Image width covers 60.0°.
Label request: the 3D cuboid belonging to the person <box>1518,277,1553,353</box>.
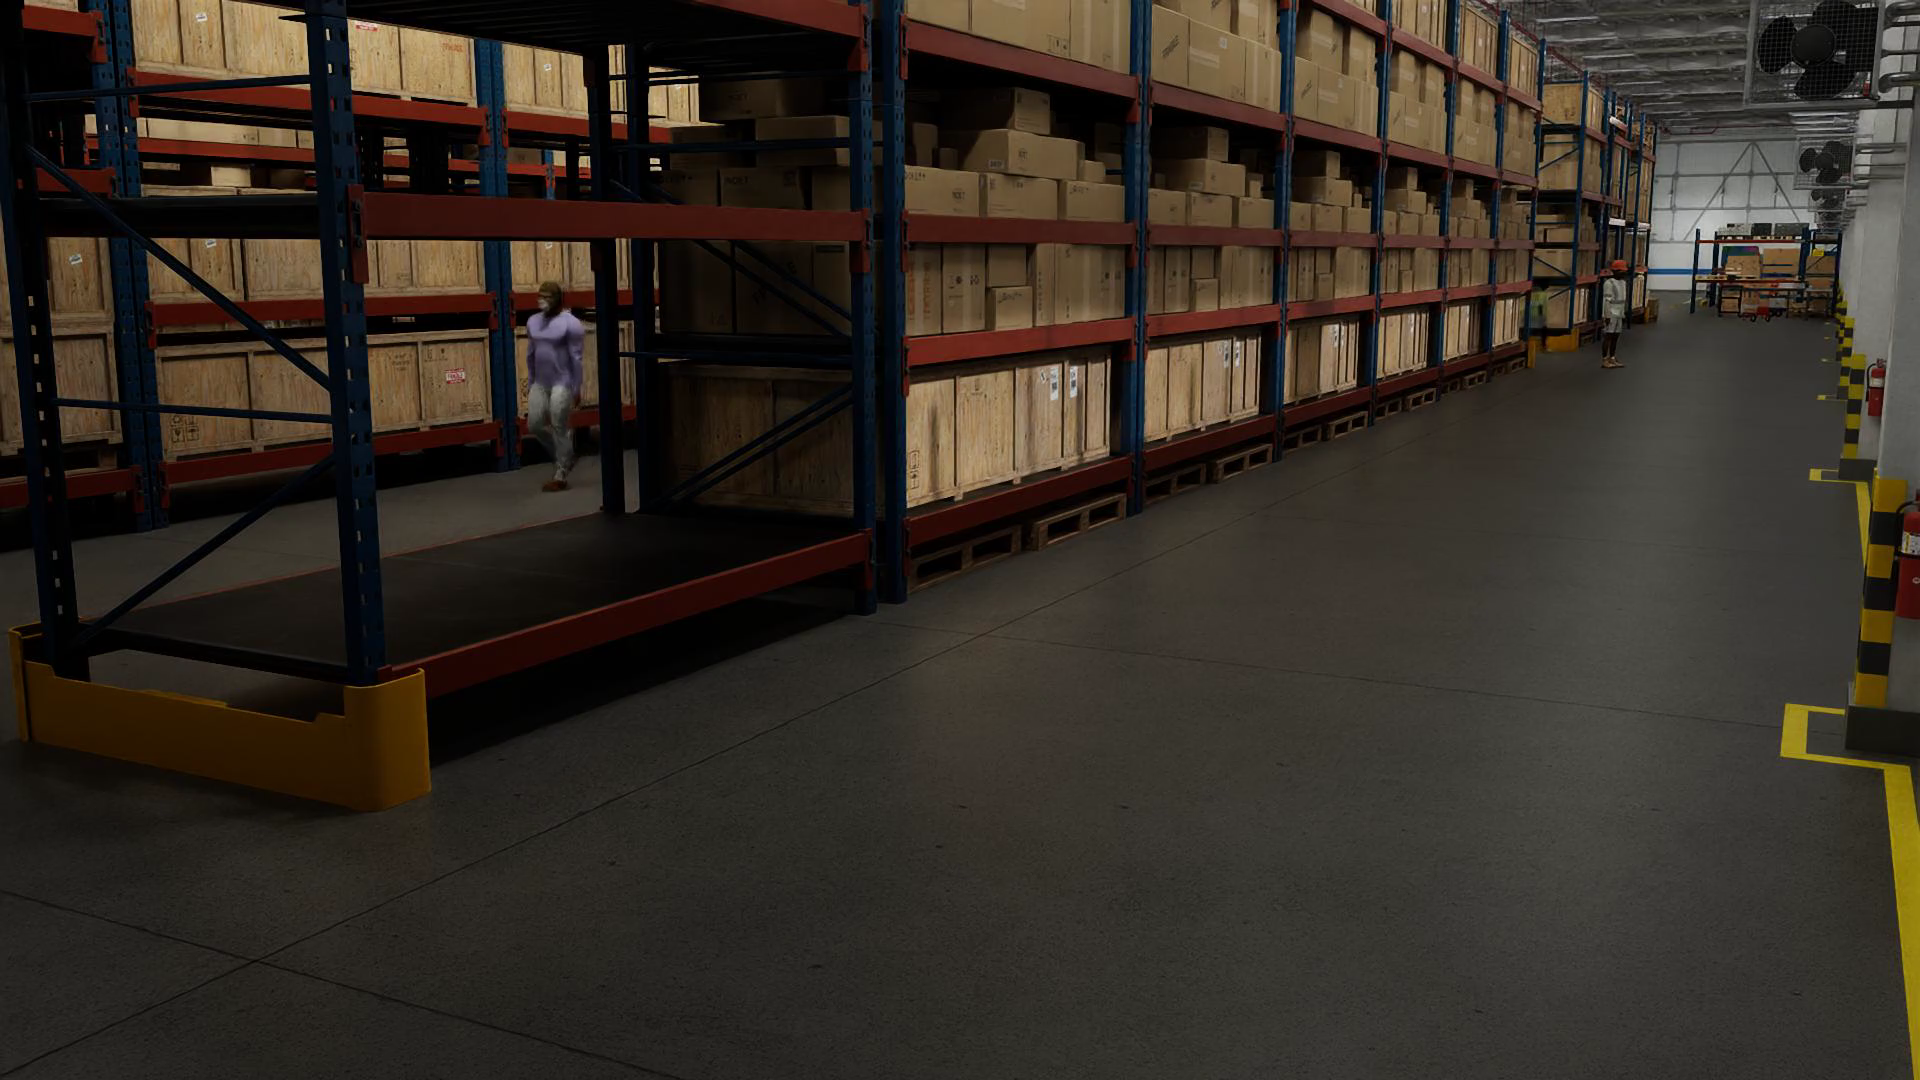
[{"bbox_3d":[12.574,-4.907,36.263,0.705,1.671,0.538,5,11,27],"label":"person"}]

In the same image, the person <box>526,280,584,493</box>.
[{"bbox_3d":[-3.703,-1.396,15.173,0.649,1.929,0.443,5,11,27],"label":"person"}]

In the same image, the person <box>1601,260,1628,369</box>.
[{"bbox_3d":[12.403,-4.263,31.447,0.608,2.044,0.377,-8,12,-37],"label":"person"}]
